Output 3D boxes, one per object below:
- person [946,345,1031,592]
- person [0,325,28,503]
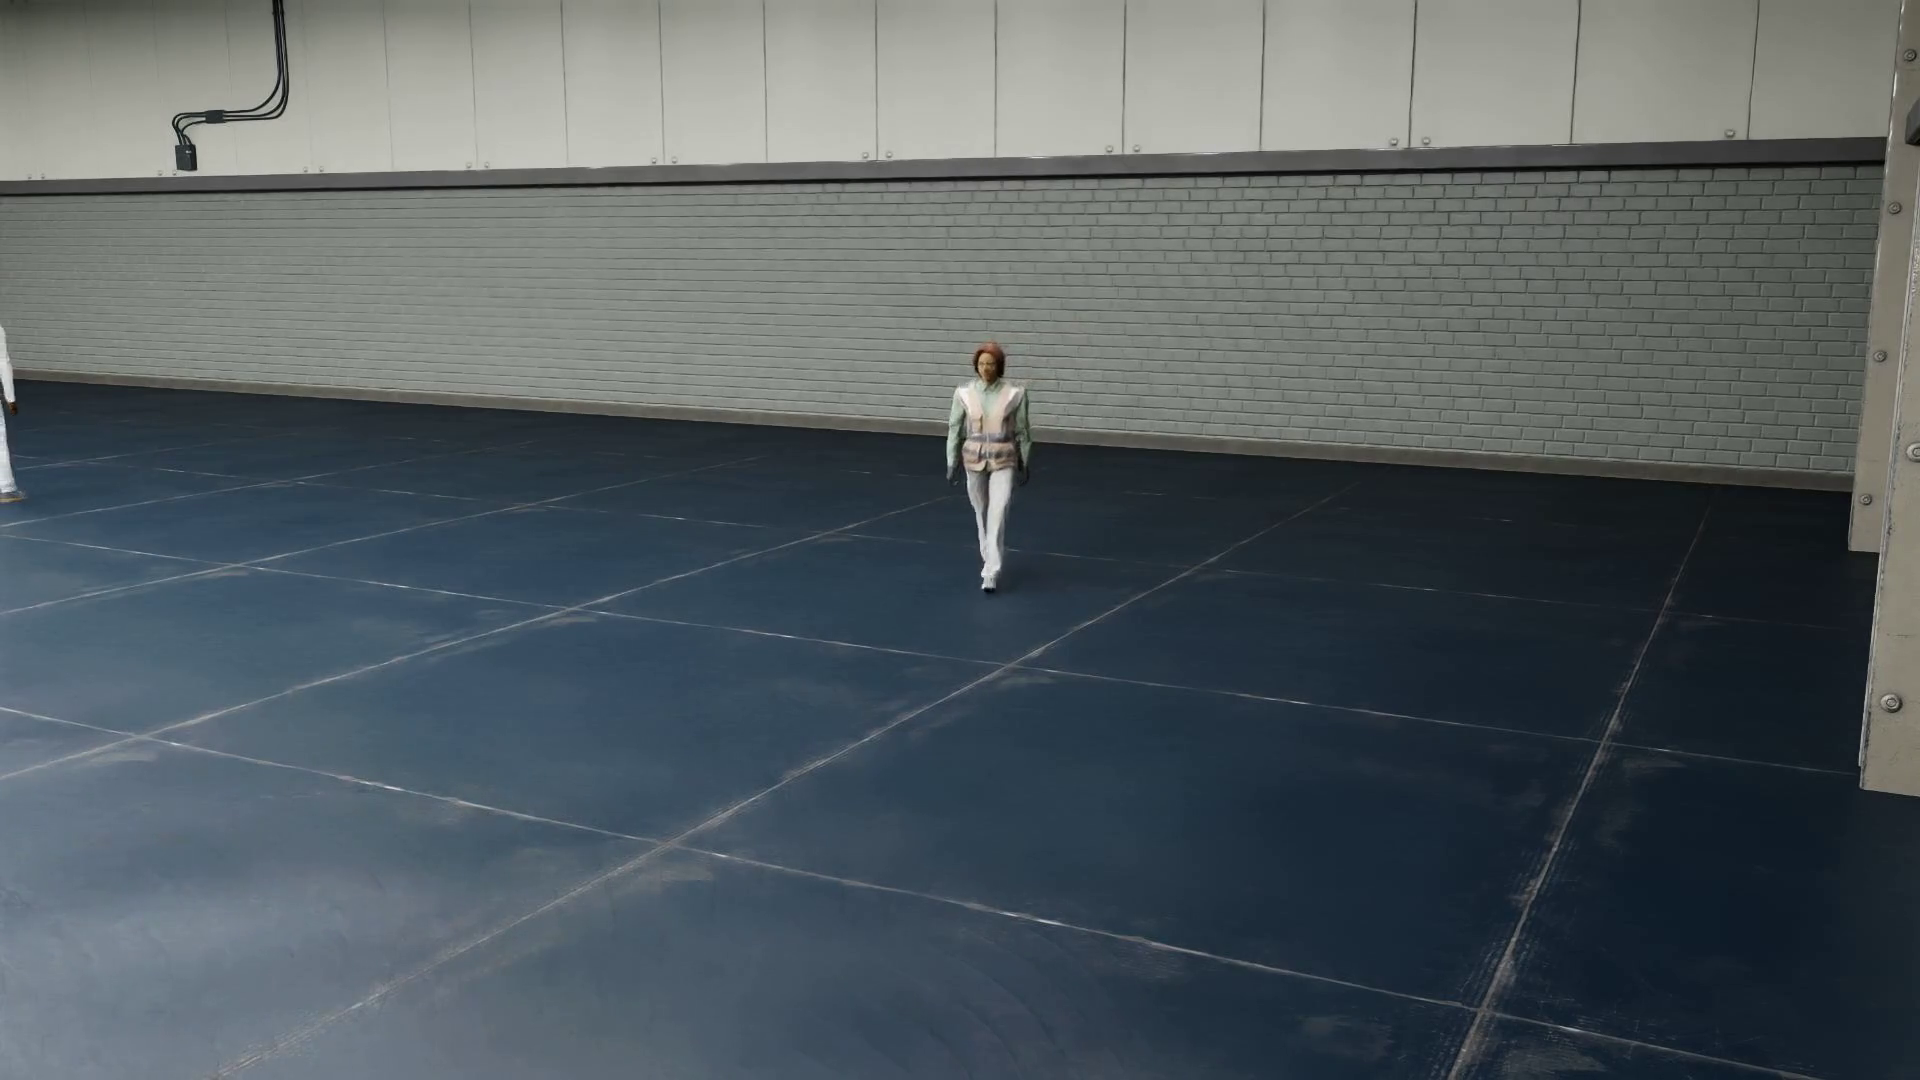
[{"bbox_3d":[0.184,-0.483,10.913,0.535,1.590,0.877,2,11,12],"label":"person"},{"bbox_3d":[-8.422,-1.236,14.263,0.618,1.872,0.371,-2,11,-11],"label":"person"}]
